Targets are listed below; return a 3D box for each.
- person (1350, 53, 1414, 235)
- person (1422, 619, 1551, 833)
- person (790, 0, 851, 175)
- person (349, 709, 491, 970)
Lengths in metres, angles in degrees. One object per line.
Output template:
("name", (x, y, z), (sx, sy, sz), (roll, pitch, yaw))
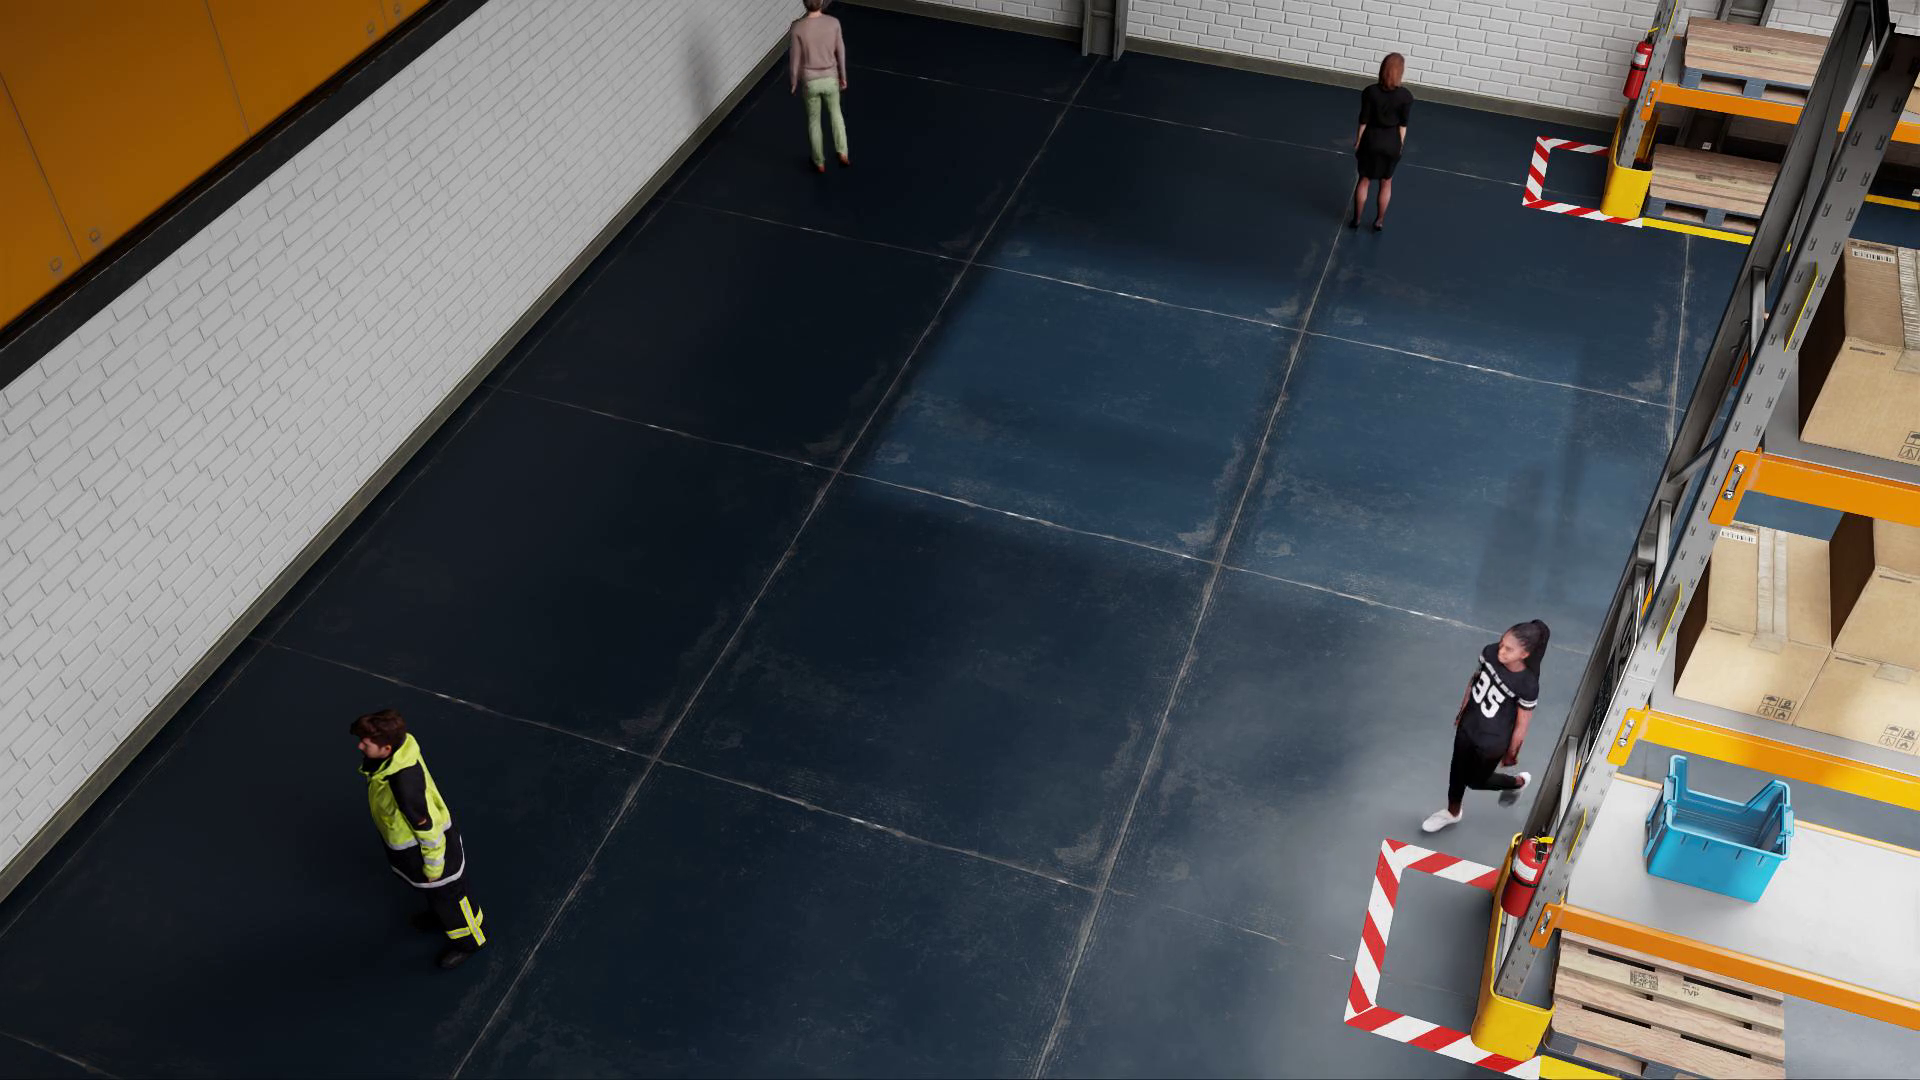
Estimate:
("person", (3.689, -3.463, 14.612), (0.452, 1.704, 0.658), (11, 45, 12))
("person", (3.174, 1.103, 9.812), (1.000, 1.714, 0.927), (-16, 46, -16))
("person", (-1.266, -4.149, 15.219), (0.902, 1.859, 0.957), (-15, 46, -15))
("person", (-2.943, 1.604, 9.091), (0.930, 1.983, 0.818), (-26, 49, -25))
